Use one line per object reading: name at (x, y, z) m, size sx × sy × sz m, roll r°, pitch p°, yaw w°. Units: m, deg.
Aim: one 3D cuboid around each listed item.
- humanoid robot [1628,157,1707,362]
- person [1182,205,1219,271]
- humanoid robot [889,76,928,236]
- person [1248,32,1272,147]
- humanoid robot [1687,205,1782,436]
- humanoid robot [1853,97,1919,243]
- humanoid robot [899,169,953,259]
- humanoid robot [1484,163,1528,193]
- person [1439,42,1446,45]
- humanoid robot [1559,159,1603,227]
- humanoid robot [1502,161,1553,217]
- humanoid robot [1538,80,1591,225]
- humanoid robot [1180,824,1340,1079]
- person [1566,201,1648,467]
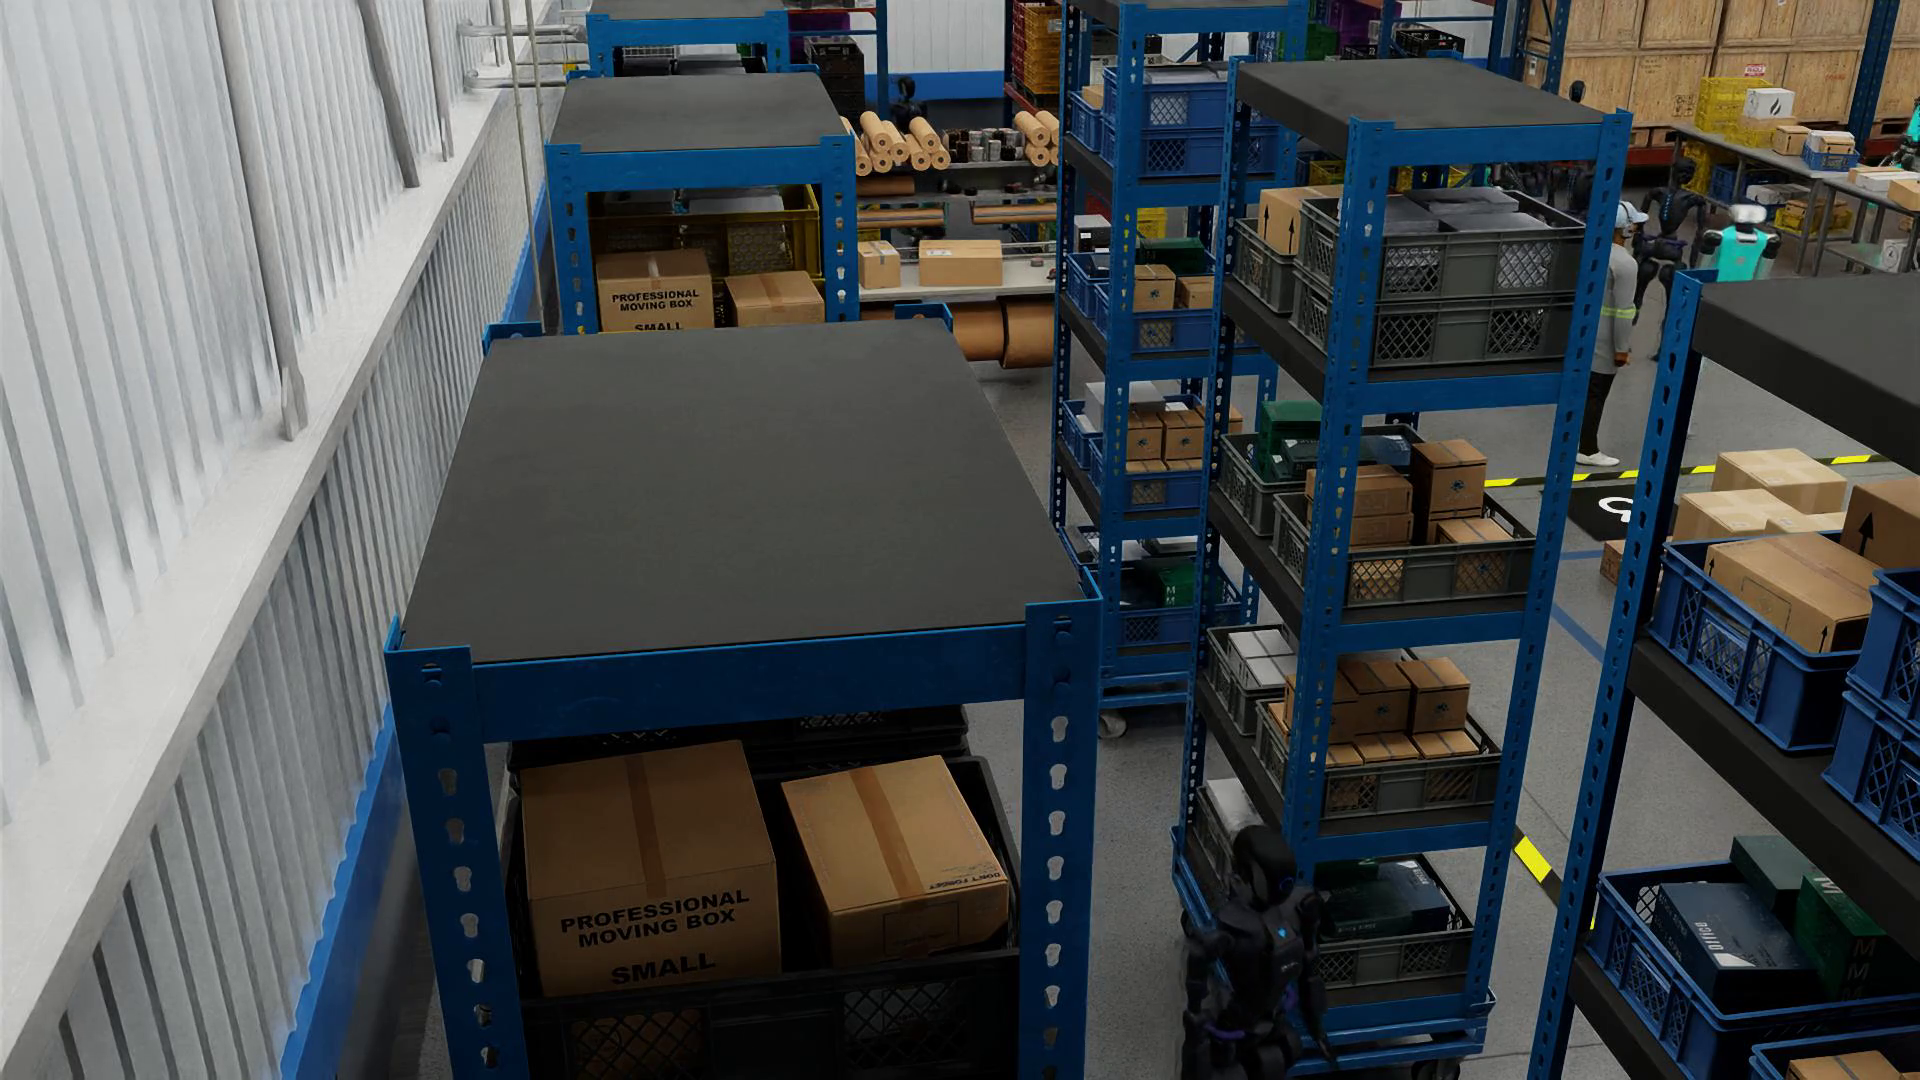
humanoid robot at (5.748, -2.306, 13.623) m, size 0.596 × 1.640 × 0.356 m, roll 22°, pitch 33°, yaw 39°
person at (2.350, -3.406, 15.837) m, size 0.432 × 1.836 × 0.617 m, roll -13°, pitch 28°, yaw -26°
humanoid robot at (-0.505, -3.969, 17.243) m, size 0.609 × 1.651 × 0.360 m, roll -21°, pitch 32°, yaw -37°
person at (3.451, -5.076, 19.403) m, size 0.355 × 1.881 × 0.574 m, roll 11°, pitch 27°, yaw 22°
humanoid robot at (5.435, -1.621, 12.048) m, size 0.552 × 1.743 × 0.893 m, roll 3°, pitch 25°, yaw 6°
humanoid robot at (9.175, -3.663, 16.507) m, size 0.850 × 1.778 × 0.615 m, roll 4°, pitch 25°, yaw 9°
humanoid robot at (-0.438, -2.233, 13.400) m, size 0.785 × 1.785 × 0.539 m, roll -7°, pitch 26°, yaw -15°
humanoid robot at (5.374, -3.581, 16.343) m, size 0.855 × 1.786 × 0.602 m, roll -3°, pitch 25°, yaw -5°
person at (4.800, -4.100, 17.097) m, size 0.606 × 2.039 × 0.391 m, roll 10°, pitch 27°, yaw 21°
humanoid robot at (5.416, -2.666, 14.455) m, size 0.775 × 1.629 × 0.583 m, roll -1°, pitch 25°, yaw -2°
humanoid robot at (5.612, -3.642, 16.525) m, size 0.616 × 1.650 × 0.304 m, roll -5°, pitch 25°, yaw -11°
humanoid robot at (6.168, -3.822, 16.914) m, size 0.603 × 1.656 × 0.327 m, roll 7°, pitch 26°, yaw 14°
humanoid robot at (0.877, 1.557, 5.238) m, size 0.600 × 1.646 × 0.473 m, roll -16°, pitch 29°, yaw -31°
person at (4.453, -1.423, 11.496) m, size 0.367 × 1.852 × 0.593 m, roll -5°, pitch 25°, yaw -11°
